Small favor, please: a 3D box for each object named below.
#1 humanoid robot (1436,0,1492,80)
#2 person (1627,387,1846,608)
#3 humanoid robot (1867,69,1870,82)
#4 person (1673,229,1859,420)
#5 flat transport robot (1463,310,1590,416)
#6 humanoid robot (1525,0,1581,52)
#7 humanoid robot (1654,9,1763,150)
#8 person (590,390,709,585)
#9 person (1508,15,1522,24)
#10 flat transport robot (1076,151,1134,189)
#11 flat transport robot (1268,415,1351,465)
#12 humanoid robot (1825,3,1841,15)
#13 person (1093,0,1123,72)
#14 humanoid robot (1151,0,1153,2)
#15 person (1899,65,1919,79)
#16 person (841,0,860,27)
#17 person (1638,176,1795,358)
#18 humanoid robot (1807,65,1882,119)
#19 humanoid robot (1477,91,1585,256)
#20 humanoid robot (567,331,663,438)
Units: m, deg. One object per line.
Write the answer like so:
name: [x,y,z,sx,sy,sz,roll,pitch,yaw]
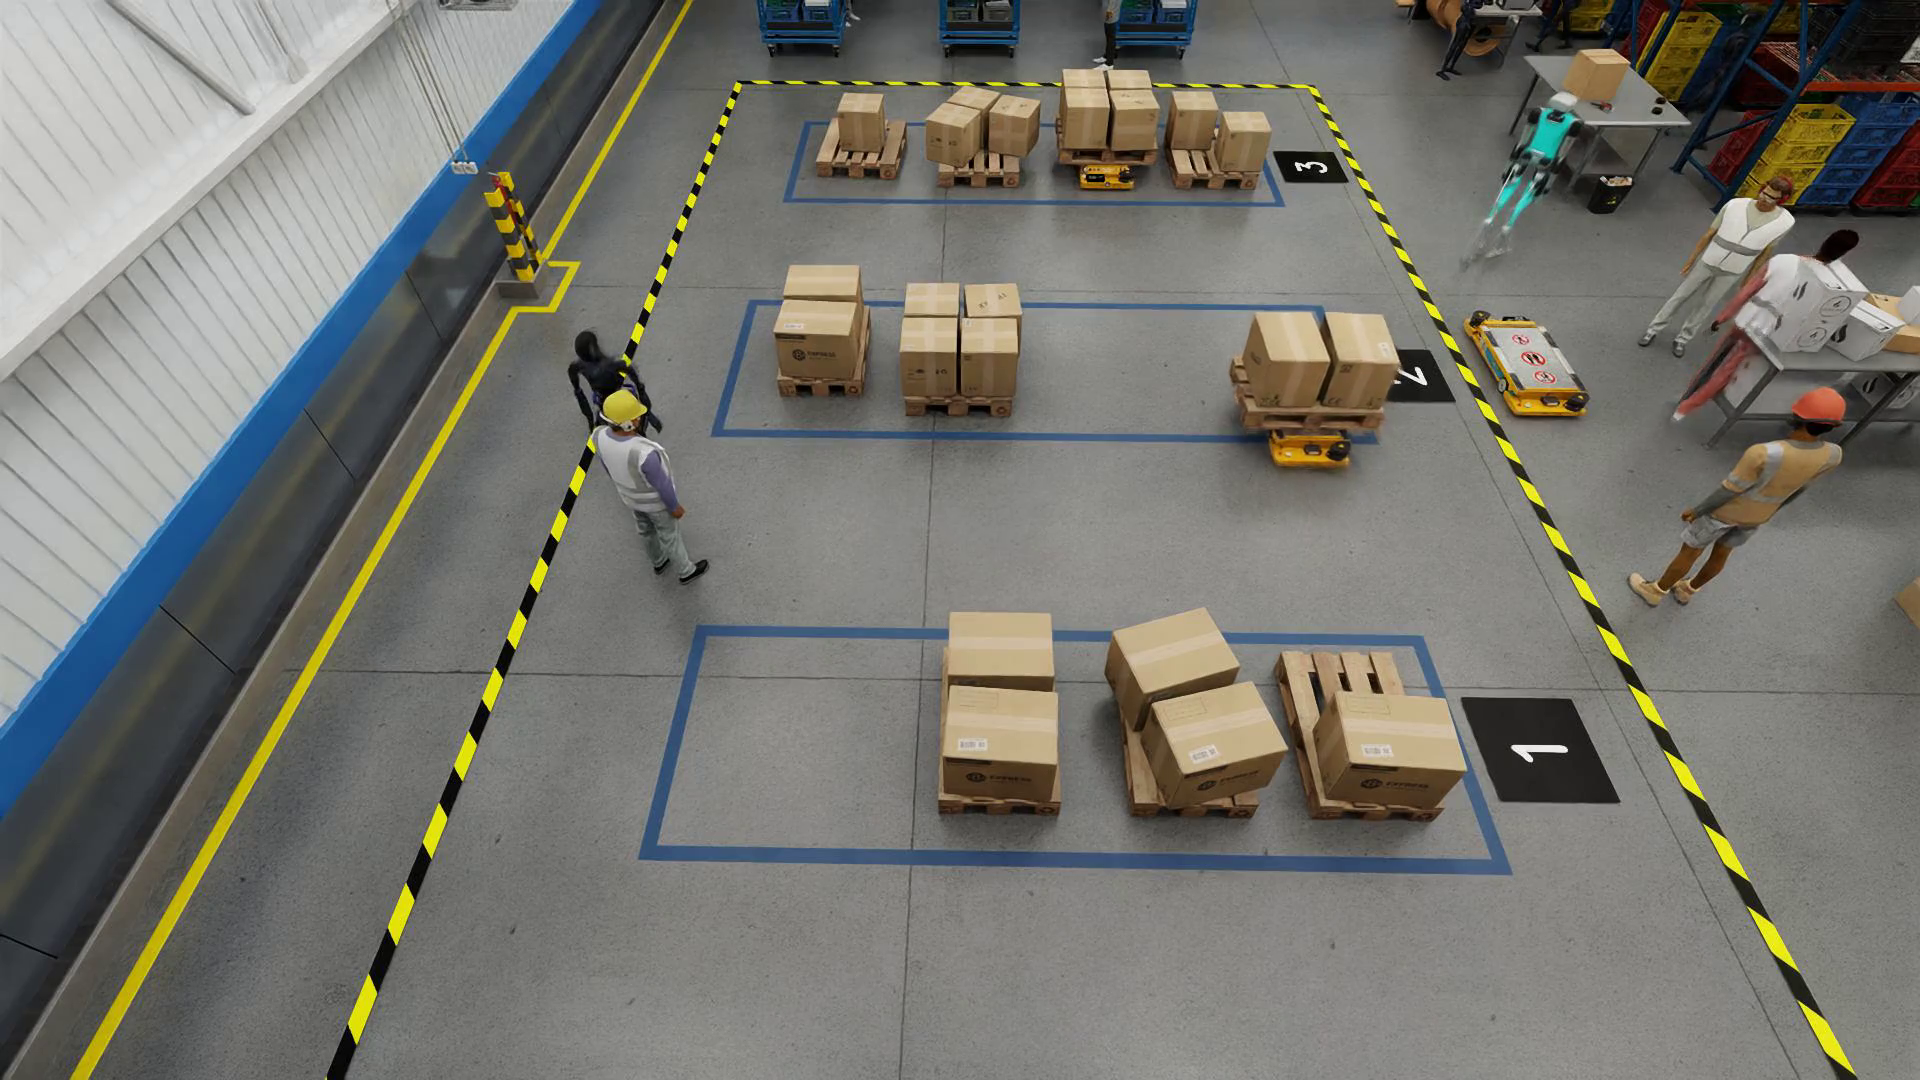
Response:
humanoid robot: [7.336,-7.494,13.080,0.599,1.655,0.315,-27,54,-21]
person: [5.568,-0.245,6.580,0.605,2.033,0.388,-1,49,-1]
humanoid robot: [13.193,-7.318,12.917,0.798,1.799,0.530,24,53,20]
person: [7.143,-1.909,8.130,0.979,1.858,0.614,-28,55,-22]
flat transport robot: [5.573,-1.757,9.054,0.659,0.231,1.431,1,49,1]
humanoid robot: [9.195,-8.219,13.750,0.776,1.618,0.610,6,49,5]
humanoid robot: [9.627,-5.873,11.699,0.711,1.633,0.600,24,53,19]
person: [-2.307,-0.359,6.815,0.586,1.823,0.404,24,53,19]
person: [9.032,-9.135,14.381,0.509,1.872,0.332,-3,49,-2]
flat transport robot: [1.845,-4.982,11.827,0.652,0.197,1.431,1,49,1]
flat transport robot: [3.161,-1.264,8.609,0.652,0.197,1.431,1,49,1]
humanoid robot: [12.461,-7.575,13.164,0.657,1.867,0.550,9,50,8]
person: [2.151,-7.761,13.204,0.386,1.849,0.596,5,49,4]
humanoid robot: [3.221,-9.128,14.469,1.027,1.727,0.546,-6,49,-5]
person: [14.142,-7.643,12.975,0.606,2.048,0.366,-15,51,-13]
person: [-1.815,-9.075,14.417,0.308,1.736,0.483,21,52,17]
person: [7.261,-2.601,8.745,0.563,1.839,0.397,29,55,23]
humanoid robot: [11.385,-5.880,11.698,0.601,1.636,0.413,4,49,3]
humanoid robot: [5.987,-3.823,9.782,0.735,1.677,0.533,-36,58,-27]
humanoid robot: [-2.783,-1.074,7.535,0.609,1.641,0.439,-3,49,-2]
